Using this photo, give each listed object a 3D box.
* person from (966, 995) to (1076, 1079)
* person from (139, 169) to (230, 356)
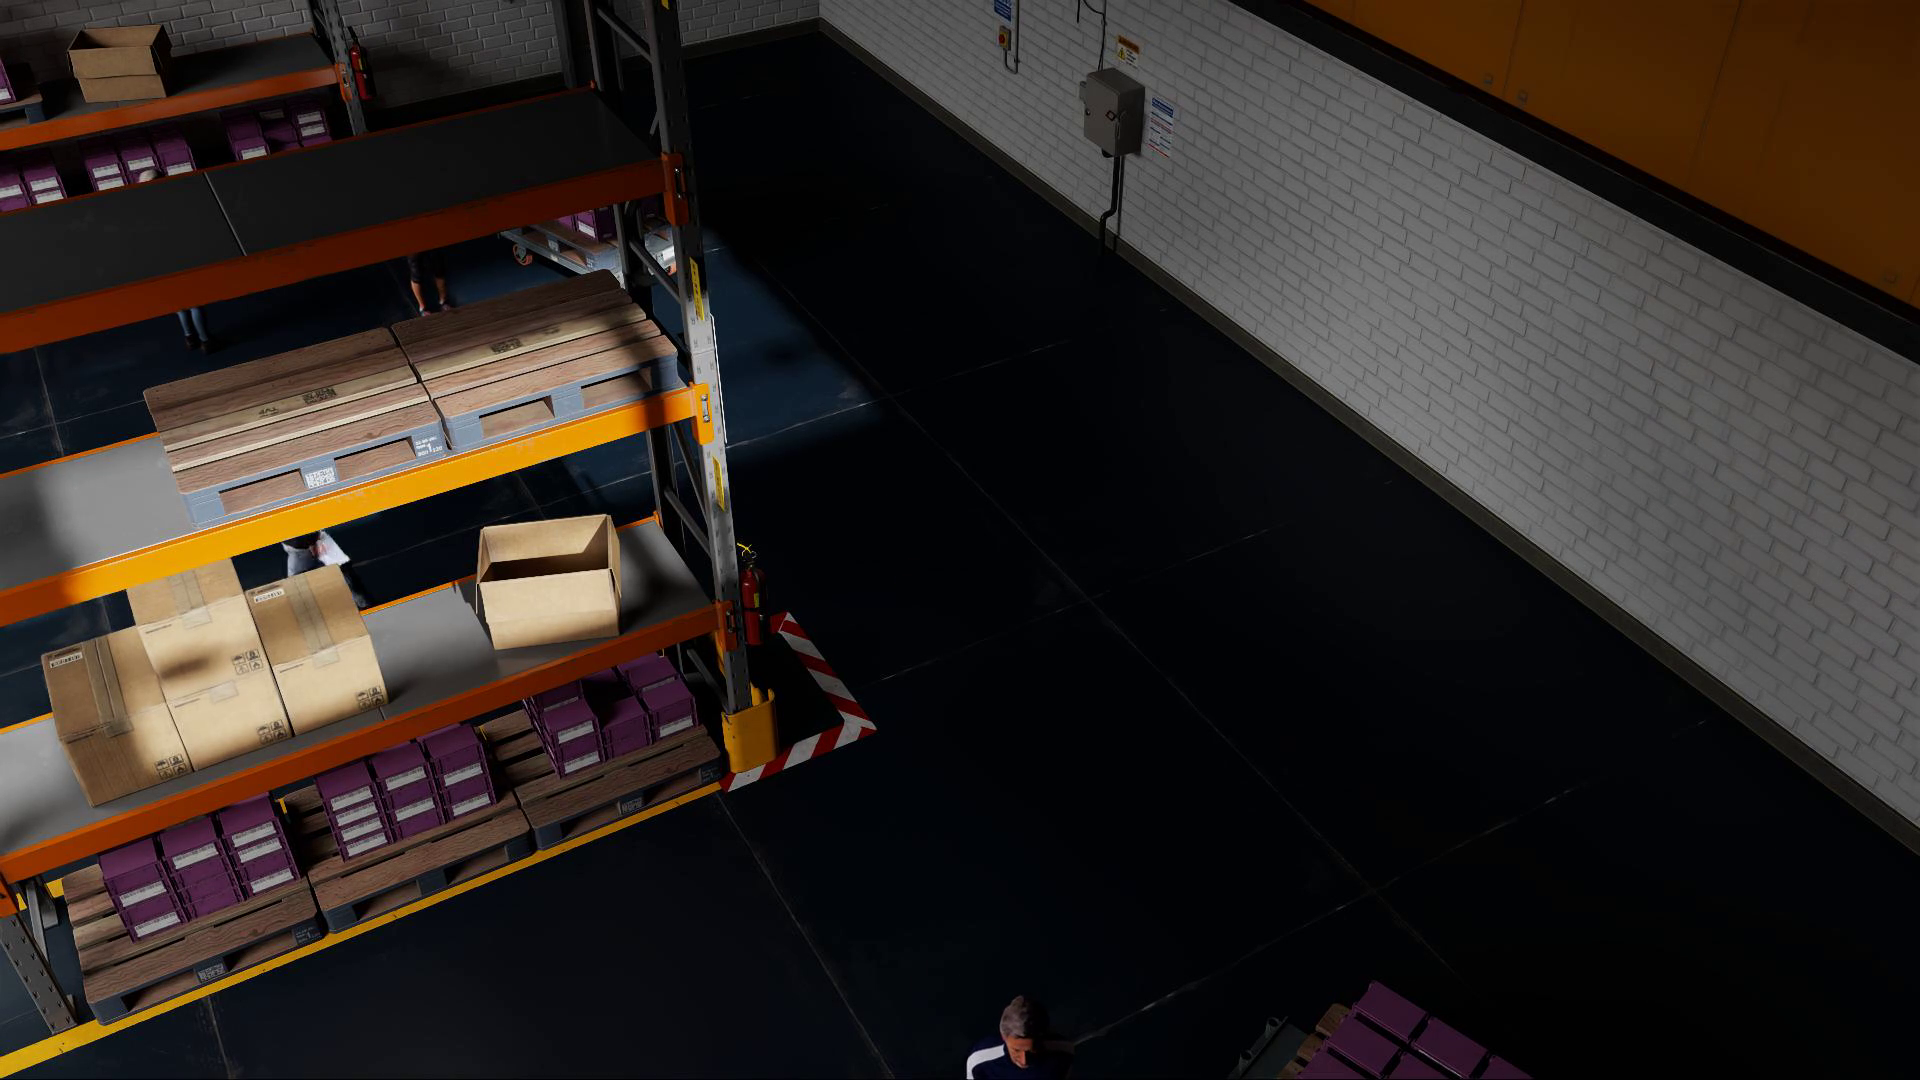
[{"bbox_3d":[0.263,2.625,7.425,0.593,1.836,0.758,-7,39,-8],"label":"person"},{"bbox_3d":[-6.451,-2.302,13.746,0.630,1.647,0.631,23,44,26],"label":"person"}]
